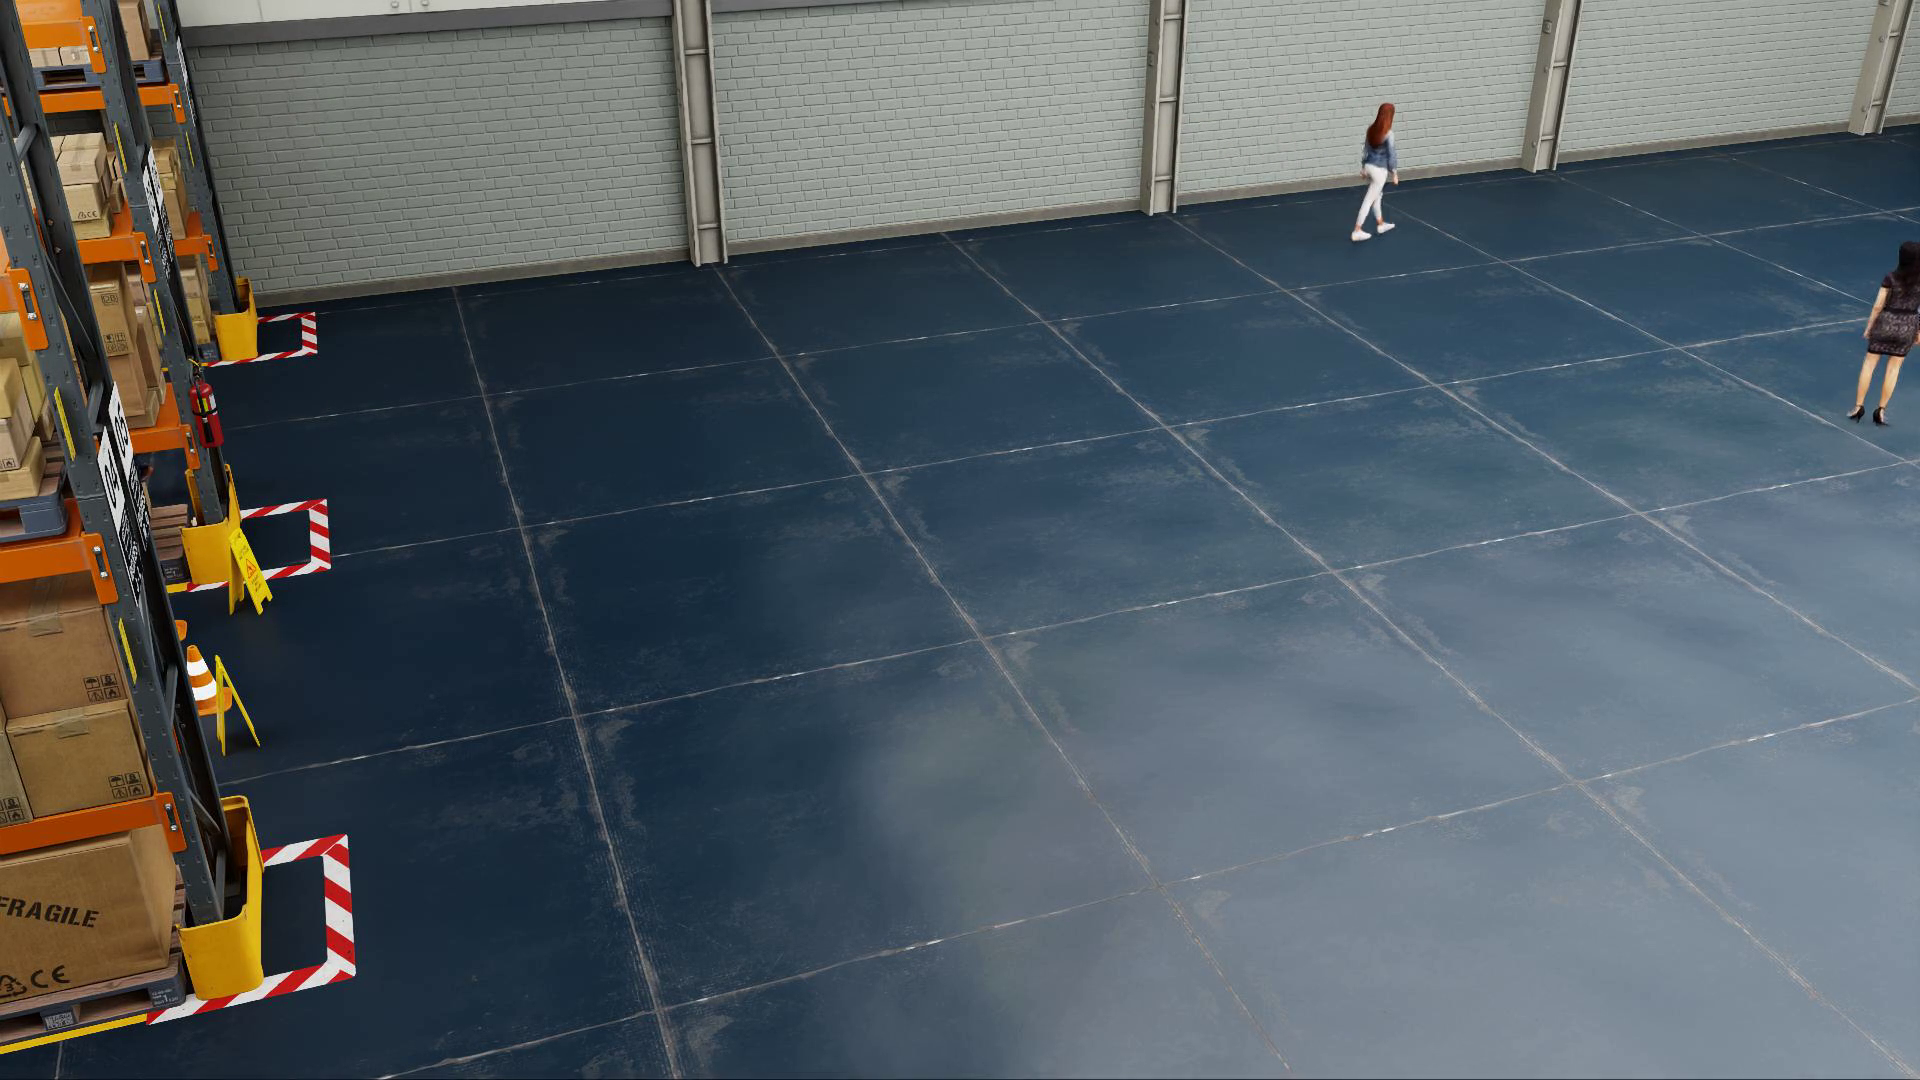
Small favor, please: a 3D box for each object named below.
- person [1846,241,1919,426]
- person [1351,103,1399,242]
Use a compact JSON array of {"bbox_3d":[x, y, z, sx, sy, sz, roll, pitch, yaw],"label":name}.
[{"bbox_3d":[8.677,-1.917,15.466,0.640,1.779,0.744,13,31,23],"label":"person"},{"bbox_3d":[5.025,-4.481,20.392,0.948,1.674,0.672,-12,30,-21],"label":"person"}]
